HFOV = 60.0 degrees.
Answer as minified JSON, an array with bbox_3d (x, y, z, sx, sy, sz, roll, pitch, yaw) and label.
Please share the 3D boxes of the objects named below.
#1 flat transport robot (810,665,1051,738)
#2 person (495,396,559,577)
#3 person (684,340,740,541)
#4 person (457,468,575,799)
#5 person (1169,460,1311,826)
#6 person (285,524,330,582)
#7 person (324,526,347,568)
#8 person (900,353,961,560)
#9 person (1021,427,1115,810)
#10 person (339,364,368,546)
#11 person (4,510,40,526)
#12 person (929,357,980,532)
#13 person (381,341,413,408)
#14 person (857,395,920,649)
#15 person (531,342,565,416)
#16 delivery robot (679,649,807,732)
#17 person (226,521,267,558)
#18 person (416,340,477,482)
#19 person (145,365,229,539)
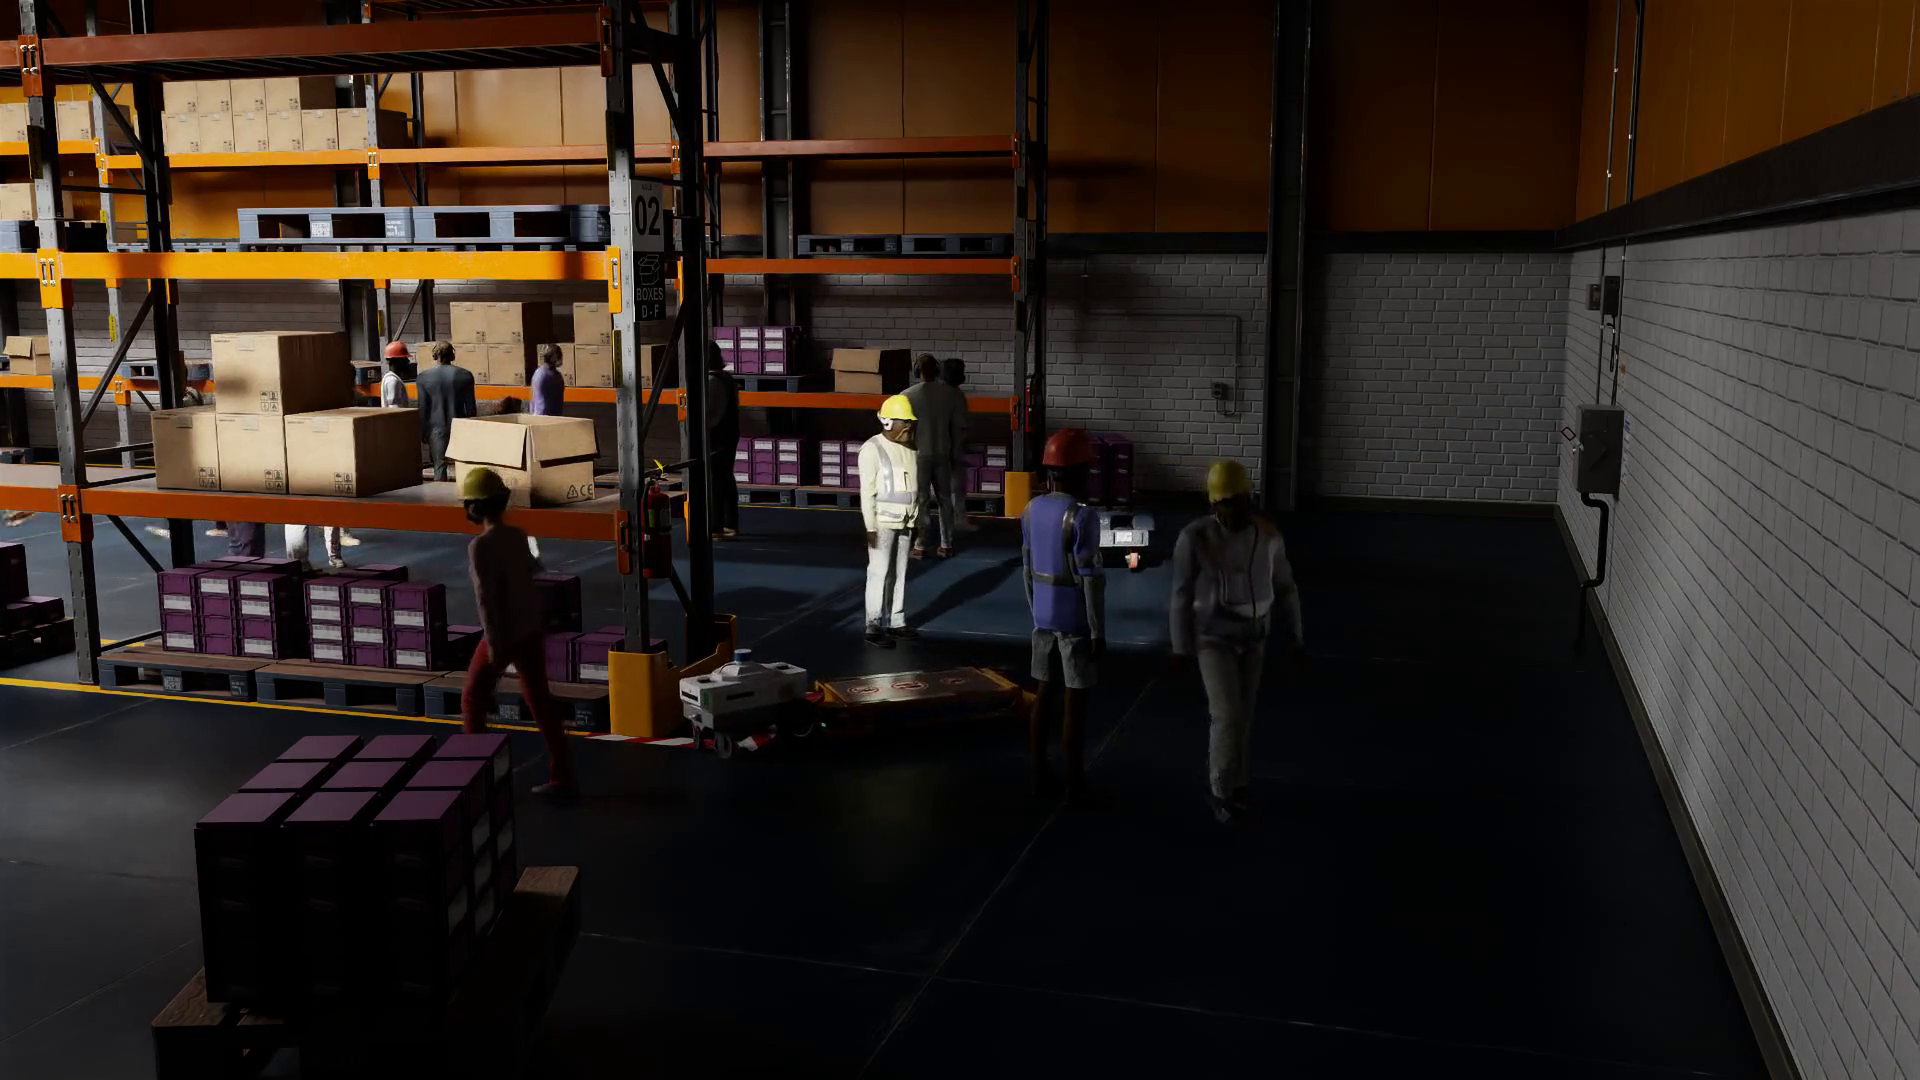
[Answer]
[{"bbox_3d":[-0.231,0.965,10.064,1.431,0.197,0.652,-4,10,-21],"label":"flat transport robot"},{"bbox_3d":[-3.824,-0.444,14.513,0.633,1.617,0.545,-4,10,-21],"label":"person"},{"bbox_3d":[-2.501,-1.017,16.765,0.541,2.000,0.689,3,10,20],"label":"person"},{"bbox_3d":[-2.378,0.493,8.541,0.821,1.717,0.534,3,10,17],"label":"person"},{"bbox_3d":[1.401,0.501,8.208,0.664,1.803,0.585,-4,10,-25],"label":"person"},{"bbox_3d":[-5.774,-0.575,14.547,0.359,1.883,0.575,-5,11,-28],"label":"person"},{"bbox_3d":[-5.861,-0.721,15.090,0.612,1.997,0.375,-5,11,-29],"label":"person"},{"bbox_3d":[-0.294,-0.778,15.629,0.629,1.937,0.379,-4,10,-23],"label":"person"},{"bbox_3d":[0.548,0.397,8.447,0.351,1.942,0.545,-7,12,-38],"label":"person"},{"bbox_3d":[-6.171,-0.864,16.508,0.618,1.821,0.657,7,11,35],"label":"person"},{"bbox_3d":[-10.151,-1.005,17.301,0.969,1.833,0.607,-6,11,-30],"label":"person"},{"bbox_3d":[-0.134,-0.974,17.178,0.617,1.824,0.628,3,10,16],"label":"person"},{"bbox_3d":[-6.111,-1.190,18.121,0.369,1.942,0.545,-3,10,-19],"label":"person"},{"bbox_3d":[-0.490,-0.140,12.083,0.403,1.830,0.595,7,12,38],"label":"person"},{"bbox_3d":[-4.787,-1.328,19.126,0.967,1.900,0.633,2,10,12],"label":"person"},{"bbox_3d":[-1.237,0.867,9.511,0.707,0.478,0.477,-7,12,-37],"label":"delivery robot"},{"bbox_3d":[-5.553,-0.316,12.942,0.398,1.897,0.663,-6,11,-34],"label":"person"},{"bbox_3d":[-5.652,-1.227,18.358,0.629,1.940,0.373,-3,10,-20],"label":"person"},{"bbox_3d":[-7.855,-0.894,16.788,0.921,1.795,0.581,1,9,4],"label":"person"}]
